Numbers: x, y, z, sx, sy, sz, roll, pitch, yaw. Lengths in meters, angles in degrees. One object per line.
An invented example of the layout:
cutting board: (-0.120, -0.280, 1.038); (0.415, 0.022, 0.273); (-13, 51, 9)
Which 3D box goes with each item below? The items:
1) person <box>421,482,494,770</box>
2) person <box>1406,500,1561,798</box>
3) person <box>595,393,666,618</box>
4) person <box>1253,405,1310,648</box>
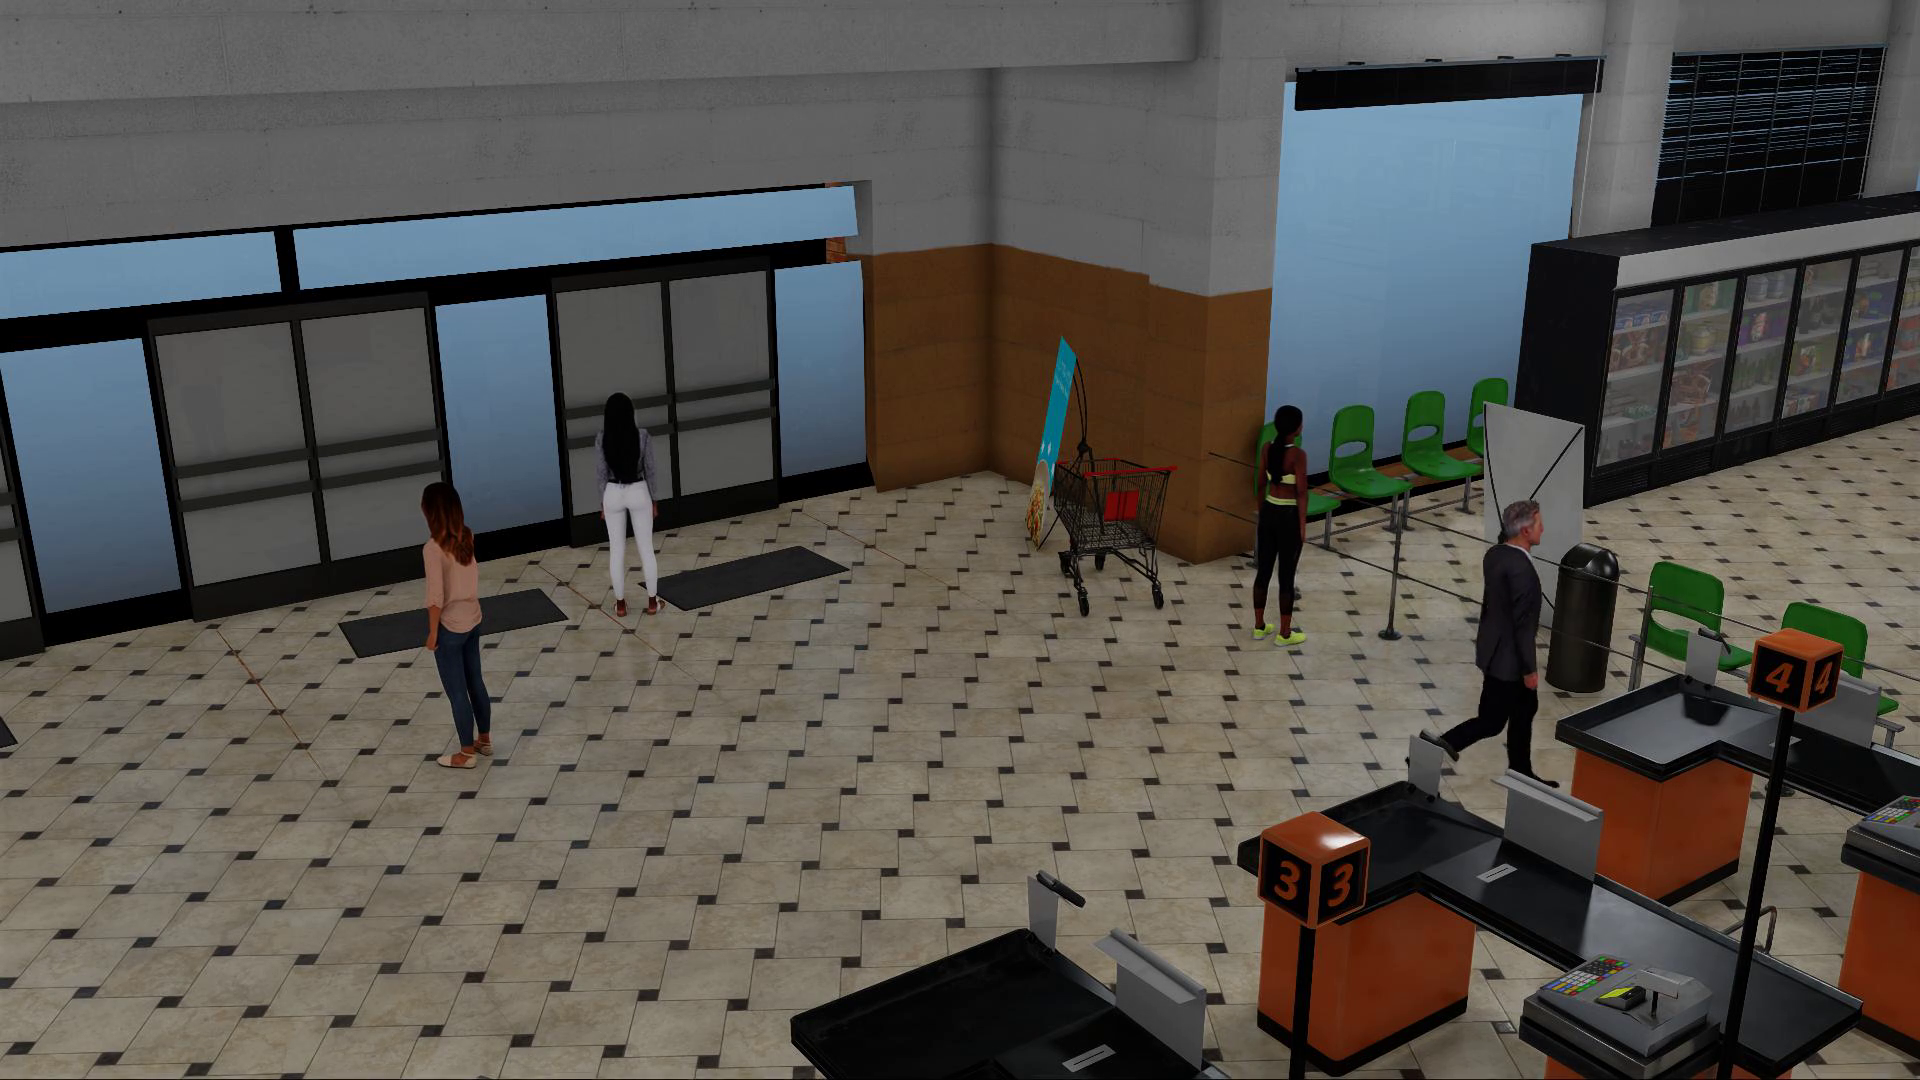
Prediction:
person: (-3.029, 0.512, 10.018); (0.699, 1.792, 0.670); (6, 20, 18)
person: (3.054, 0.672, 9.527); (1.236, 1.803, 1.209); (2, 19, 6)
person: (-2.487, -0.269, 12.443); (0.674, 1.724, 0.686); (-1, 19, -4)
person: (2.290, -0.108, 11.917); (0.652, 1.754, 0.486); (-17, 25, -41)
